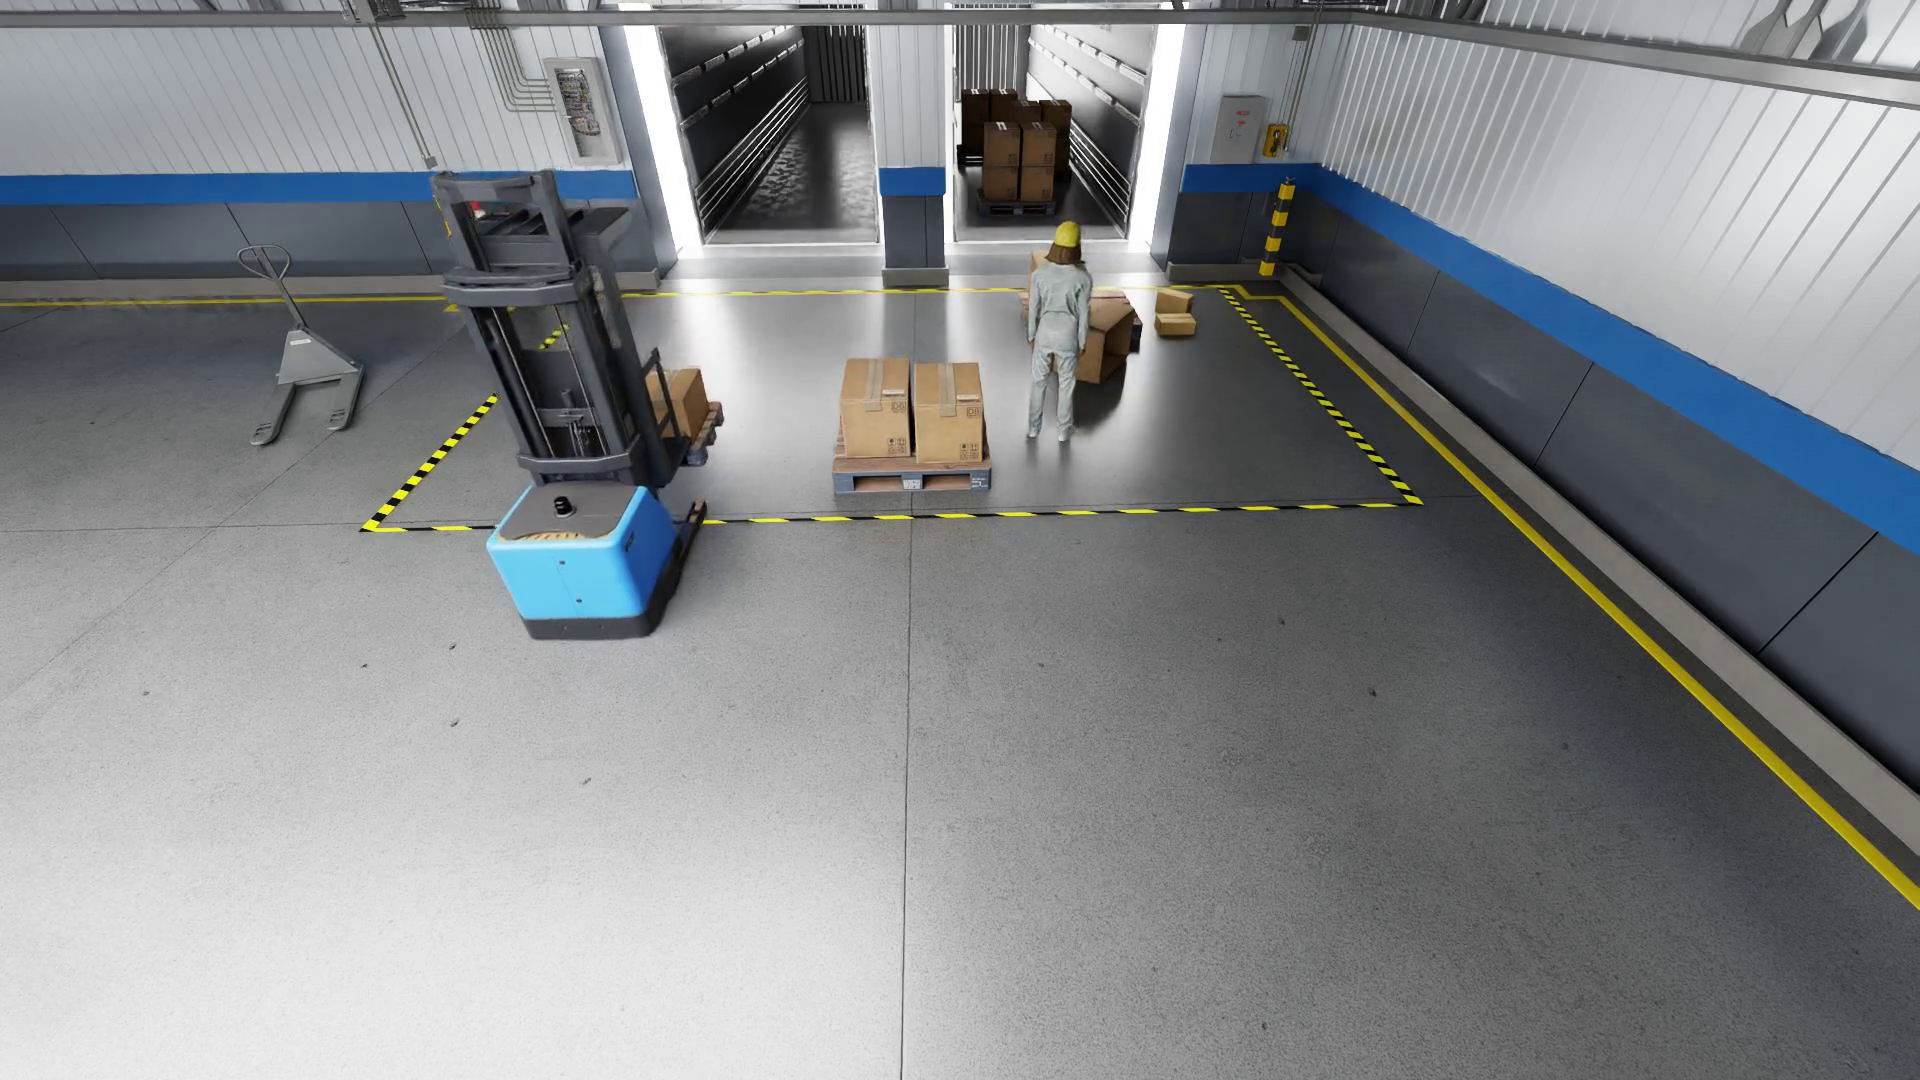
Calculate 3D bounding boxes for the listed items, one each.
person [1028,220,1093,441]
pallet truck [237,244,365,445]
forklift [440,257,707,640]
[{"bbox_3d":[0.773,-1.601,5.795,0.491,1.741,0.309,13,40,15],"label":"person"},{"bbox_3d":[-5.915,-1.733,6.366,0.680,1.201,1.601,-18,42,-21],"label":"pallet truck"},{"bbox_3d":[-2.212,-0.444,4.095,0.716,2.013,0.776,-1,38,-1],"label":"forklift"}]
